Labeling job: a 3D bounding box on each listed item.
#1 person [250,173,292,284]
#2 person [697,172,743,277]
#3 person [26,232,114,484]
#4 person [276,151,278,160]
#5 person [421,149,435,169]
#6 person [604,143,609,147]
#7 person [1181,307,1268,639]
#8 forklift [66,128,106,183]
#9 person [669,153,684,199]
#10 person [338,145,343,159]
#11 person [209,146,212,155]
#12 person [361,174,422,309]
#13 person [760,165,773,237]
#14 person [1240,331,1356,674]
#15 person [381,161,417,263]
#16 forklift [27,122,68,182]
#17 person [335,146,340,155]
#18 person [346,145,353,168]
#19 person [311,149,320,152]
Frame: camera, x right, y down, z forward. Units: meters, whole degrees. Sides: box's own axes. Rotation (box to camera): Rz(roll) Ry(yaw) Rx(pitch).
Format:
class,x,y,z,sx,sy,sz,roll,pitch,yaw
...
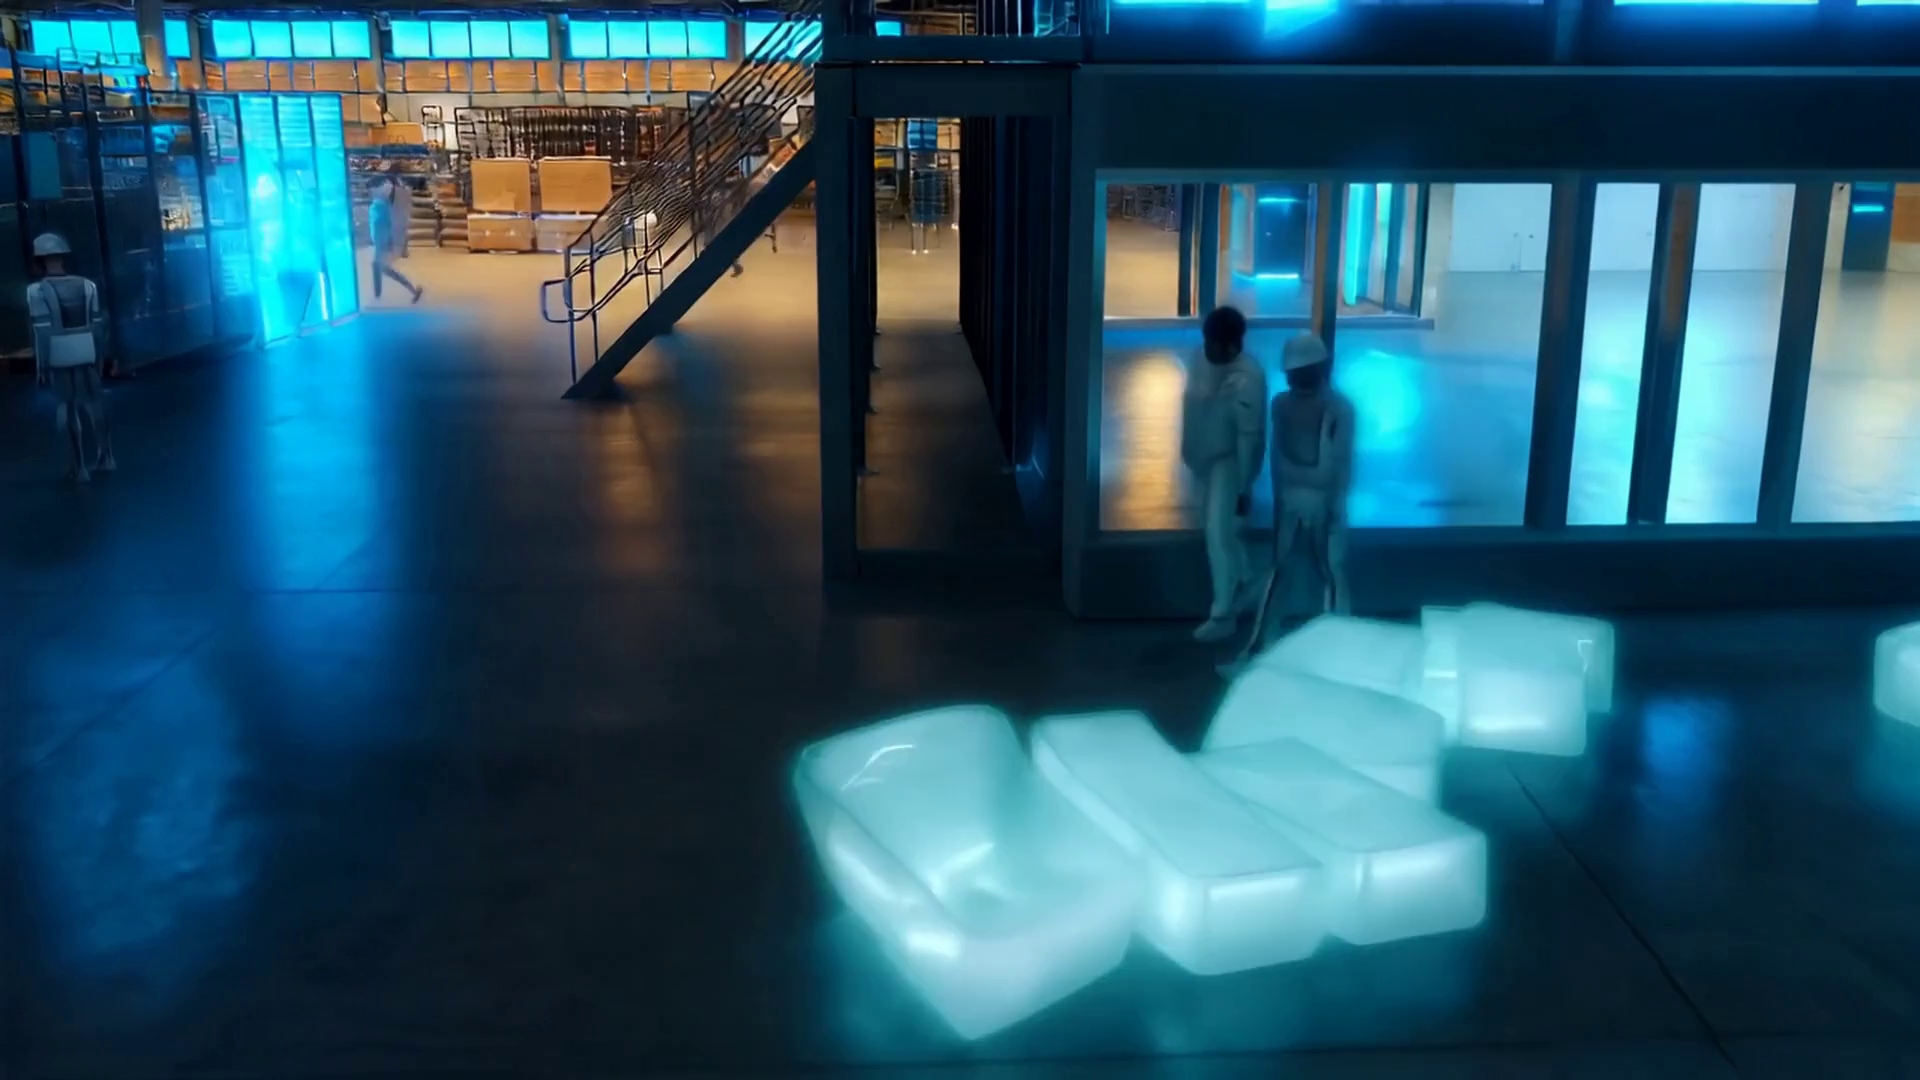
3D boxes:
class,x,y,z,sx,sy,sz,roll,pitch,yaw
person,-11.948,-5.396,28.874,0.636,1.915,0.444,0,14,-1
person,-4.451,-5.712,30.171,0.925,1.902,0.542,-4,15,-16
person,-6.893,-1.397,12.837,0.375,1.934,0.547,7,16,27
person,-35.469,-19.725,86.543,0.540,1.710,0.513,0,14,-1
person,-25.313,-17.968,79.163,0.655,1.883,0.537,-13,19,-41
person,-18.778,-20.188,88.213,0.626,1.798,0.506,11,18,38
person,1.460,-0.365,8.991,0.554,1.807,0.682,-4,15,-14
forklift,-37.824,-16.564,71.535,1.129,2.768,1.873,-1,14,-2
person,-8.902,-11.278,52.469,0.514,1.866,0.329,-8,16,-29
person,-25.082,-15.014,67.302,0.755,1.925,0.603,-2,14,-7
person,-41.591,-21.211,92.010,0.551,1.941,0.340,7,15,25
person,-8.590,-4.463,24.925,0.819,2.024,0.618,-5,15,-20
person,-4.761,-8.349,40.993,0.428,1.754,0.528,3,14,11
person,1.709,-0.166,8.332,0.540,1.731,0.781,12,18,39
person,-11.143,-6.537,33.165,0.536,2.000,0.688,5,15,18
forklift,-35.376,-14.773,64.377,1.129,2.768,1.873,-1,14,-2
person,-30.807,-18.744,82.677,0.866,1.680,0.587,5,15,18
person,-27.440,-16.759,74.439,0.592,1.833,0.404,2,14,8
person,-31.073,-18.238,80.325,0.374,1.843,0.568,3,14,10
